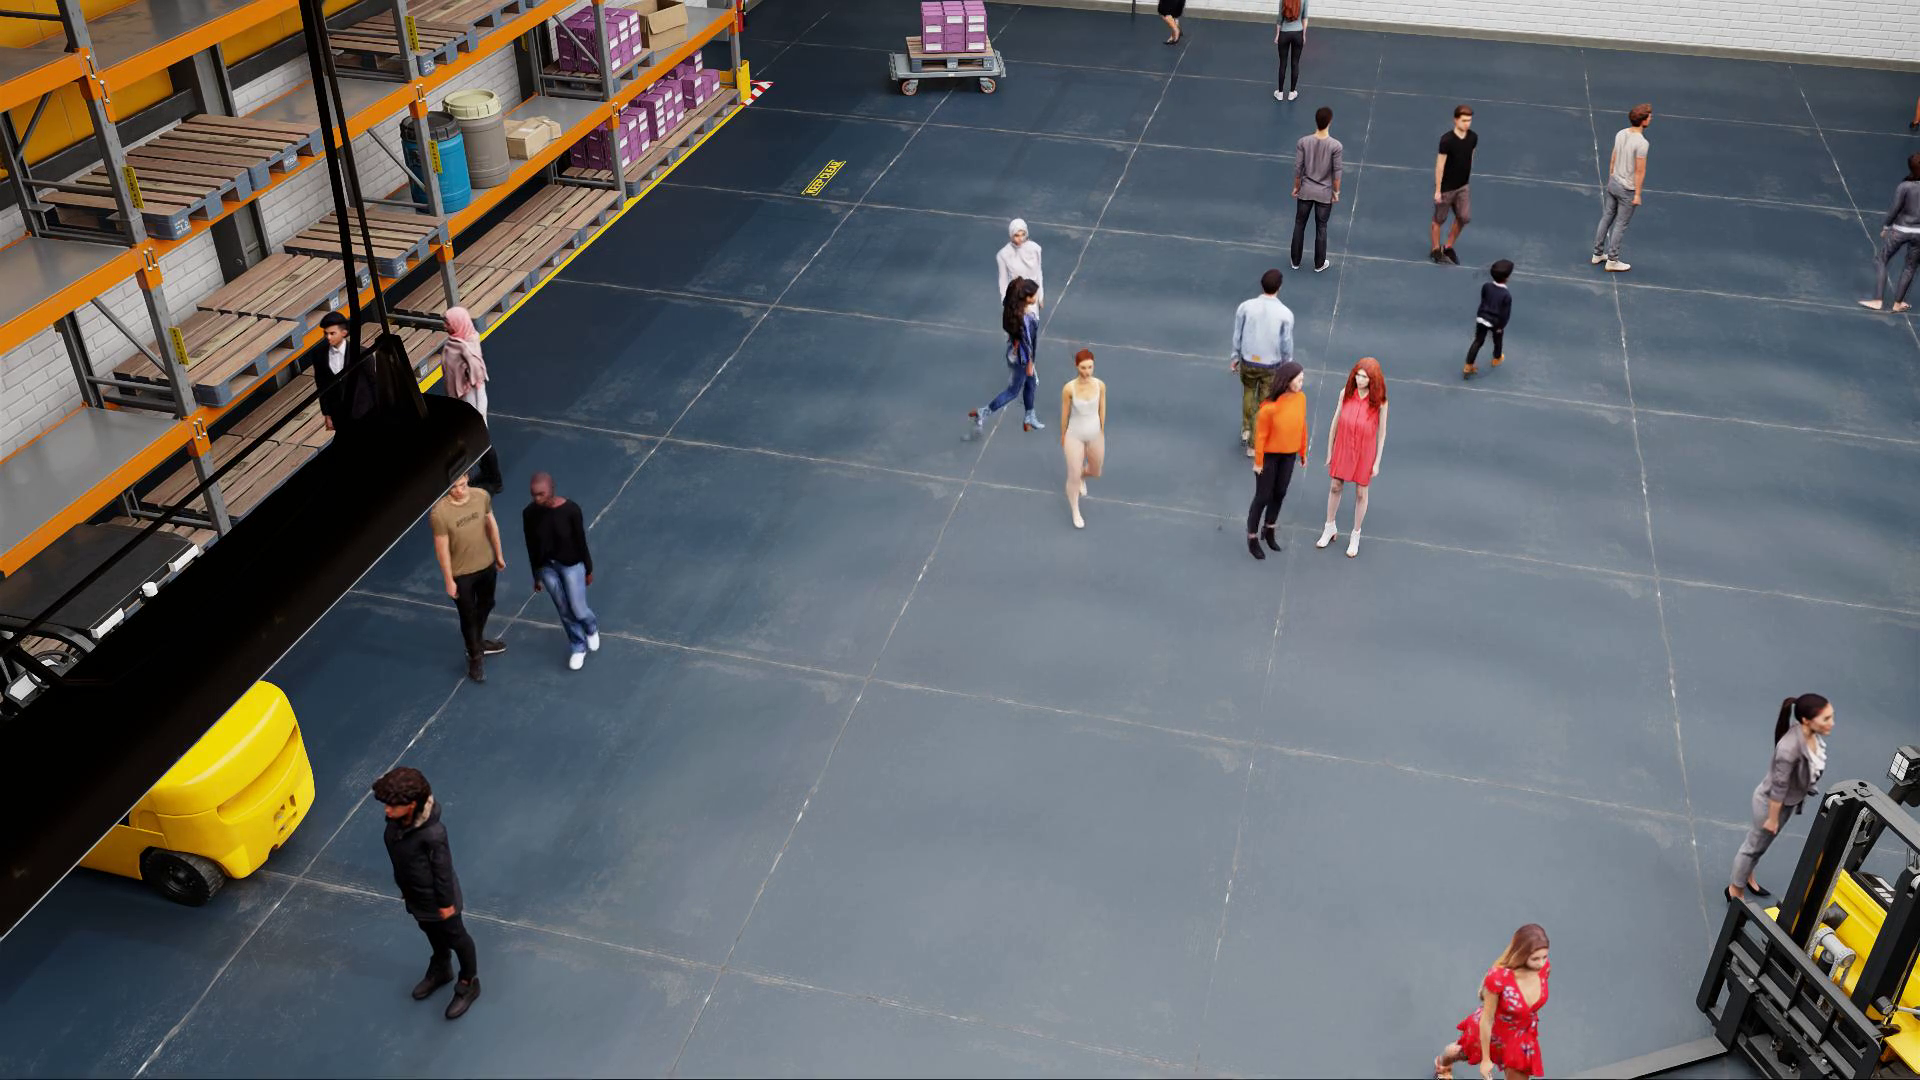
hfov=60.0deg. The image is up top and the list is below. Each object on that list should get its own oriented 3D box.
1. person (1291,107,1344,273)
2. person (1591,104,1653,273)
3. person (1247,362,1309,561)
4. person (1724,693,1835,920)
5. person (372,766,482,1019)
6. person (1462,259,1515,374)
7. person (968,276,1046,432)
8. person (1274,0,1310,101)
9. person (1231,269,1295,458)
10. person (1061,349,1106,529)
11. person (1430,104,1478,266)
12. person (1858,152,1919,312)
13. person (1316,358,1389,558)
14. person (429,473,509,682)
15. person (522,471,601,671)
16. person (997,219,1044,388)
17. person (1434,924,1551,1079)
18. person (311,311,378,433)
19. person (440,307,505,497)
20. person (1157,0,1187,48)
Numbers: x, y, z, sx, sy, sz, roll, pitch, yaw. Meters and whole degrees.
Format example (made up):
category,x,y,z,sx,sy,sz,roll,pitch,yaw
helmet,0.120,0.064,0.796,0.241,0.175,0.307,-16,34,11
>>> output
category,x,y,z,sx,sy,sz,roll,pitch,yaw
person,3.975,-3.909,18.578,0.701,1.850,0.576,13,36,19
person,7.424,-3.953,18.599,0.803,1.899,0.701,-12,35,-17
person,2.605,-0.730,13.896,0.782,1.738,0.842,-15,37,-22
person,5.111,1.630,10.401,0.775,1.678,0.673,27,42,35
person,-3.101,2.020,9.727,0.685,1.774,0.674,20,38,27
person,5.273,-2.208,16.606,0.740,1.200,0.904,29,43,36
person,0.483,-1.667,15.425,0.923,1.607,1.014,-4,34,-6
person,4.668,-7.088,23.458,0.600,1.743,0.570,5,34,7
person,2.710,-1.570,15.108,0.754,1.795,0.768,14,36,20
person,1.030,-0.921,14.277,0.746,1.634,0.871,-7,34,-11
person,5.505,-4.033,18.767,0.806,1.848,0.833,-9,35,-13
person,10.140,-3.276,17.720,0.684,1.746,0.563,17,37,24
person,3.267,-0.695,13.764,0.653,1.826,0.615,19,38,26
person,-3.658,0.179,12.434,0.861,1.843,0.746,20,38,27
person,-3.001,0.170,12.548,0.690,1.732,0.740,-2,34,-3
person,0.571,-2.379,16.361,0.763,1.756,0.795,-7,34,-10
person,2.882,2.622,9.029,0.941,1.545,1.168,-9,35,-13
person,-5.225,-1.117,14.348,0.746,1.883,0.627,2,34,2
person,-4.274,-1.211,14.561,0.791,1.803,0.733,-18,38,-25
person,3.345,-8.365,25.452,0.828,1.662,0.683,16,37,22
